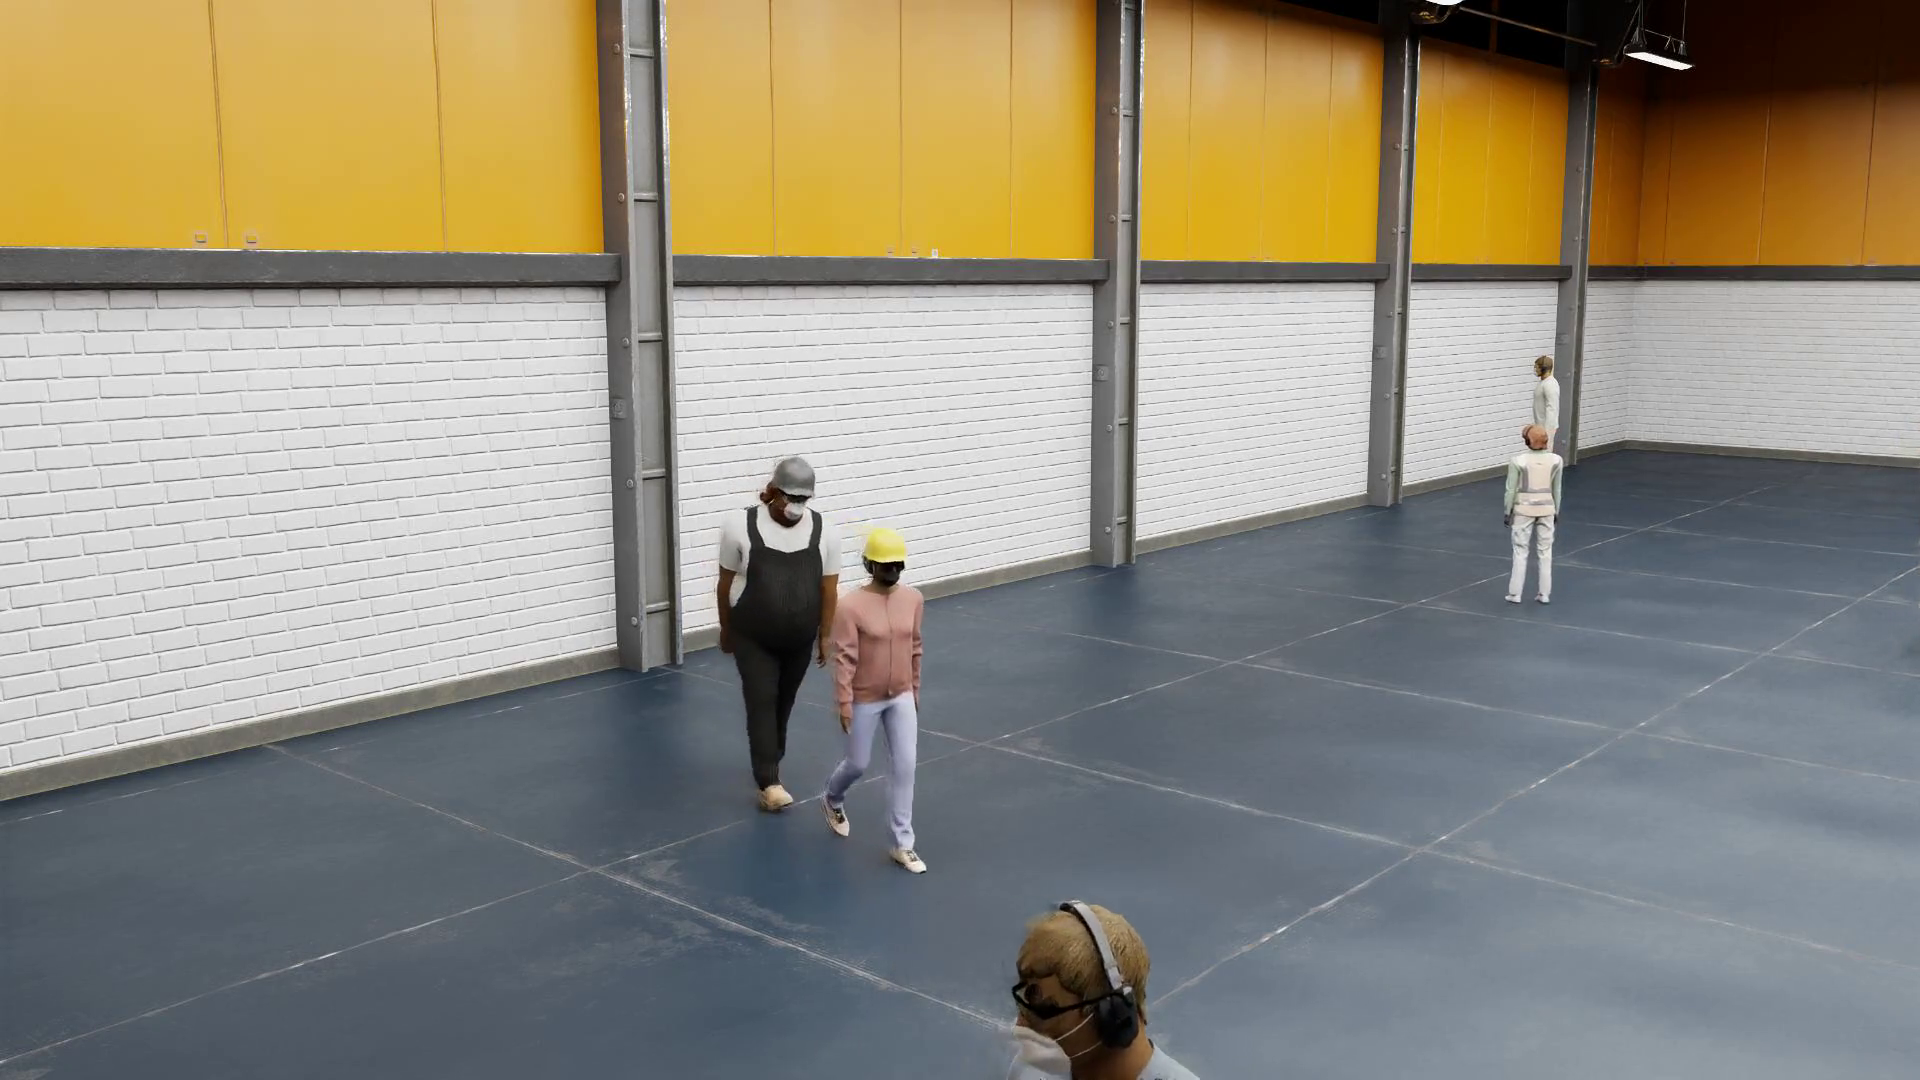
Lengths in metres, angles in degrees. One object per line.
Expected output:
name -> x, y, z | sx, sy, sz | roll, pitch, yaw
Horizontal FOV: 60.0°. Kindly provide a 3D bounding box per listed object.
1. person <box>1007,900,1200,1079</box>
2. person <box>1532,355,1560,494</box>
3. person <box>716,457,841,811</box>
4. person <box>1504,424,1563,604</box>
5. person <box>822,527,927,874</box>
person -> 0.273, 1.564, 2.939 | 0.842, 1.914, 0.674 | -4, 10, -24
person -> 7.619, -1.435, 21.695 | 0.350, 1.936, 0.635 | 2, 9, 12
person -> -0.995, 0.472, 9.397 | 0.693, 2.000, 0.934 | -4, 10, -21
person -> 5.177, -0.224, 15.037 | 0.518, 1.638, 0.318 | 0, 9, -1
person -> -0.450, 0.773, 8.466 | 0.529, 1.740, 0.761 | -6, 11, -31
